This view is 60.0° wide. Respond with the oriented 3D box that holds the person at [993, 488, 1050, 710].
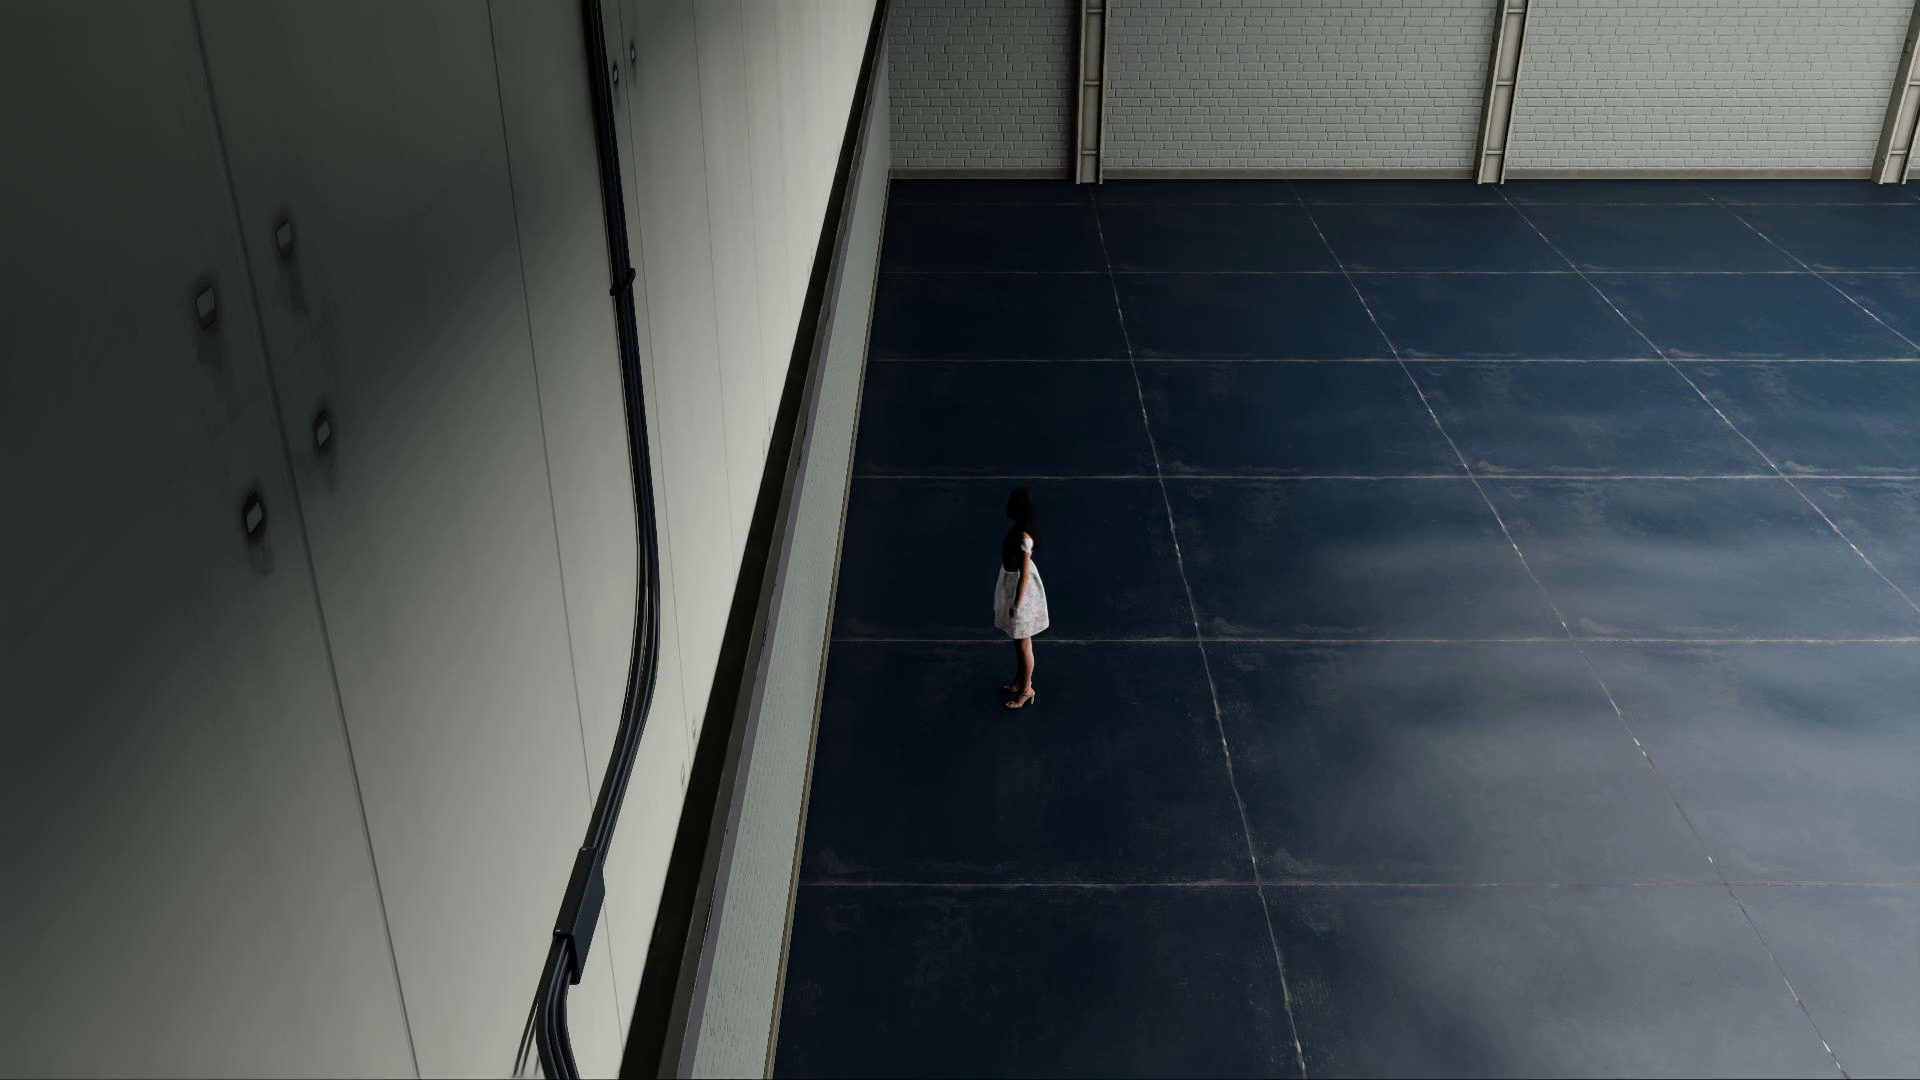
[{"bbox_3d":[0.436,0.421,12.168,0.608,1.775,0.627,0,28,0],"label":"person"}]
